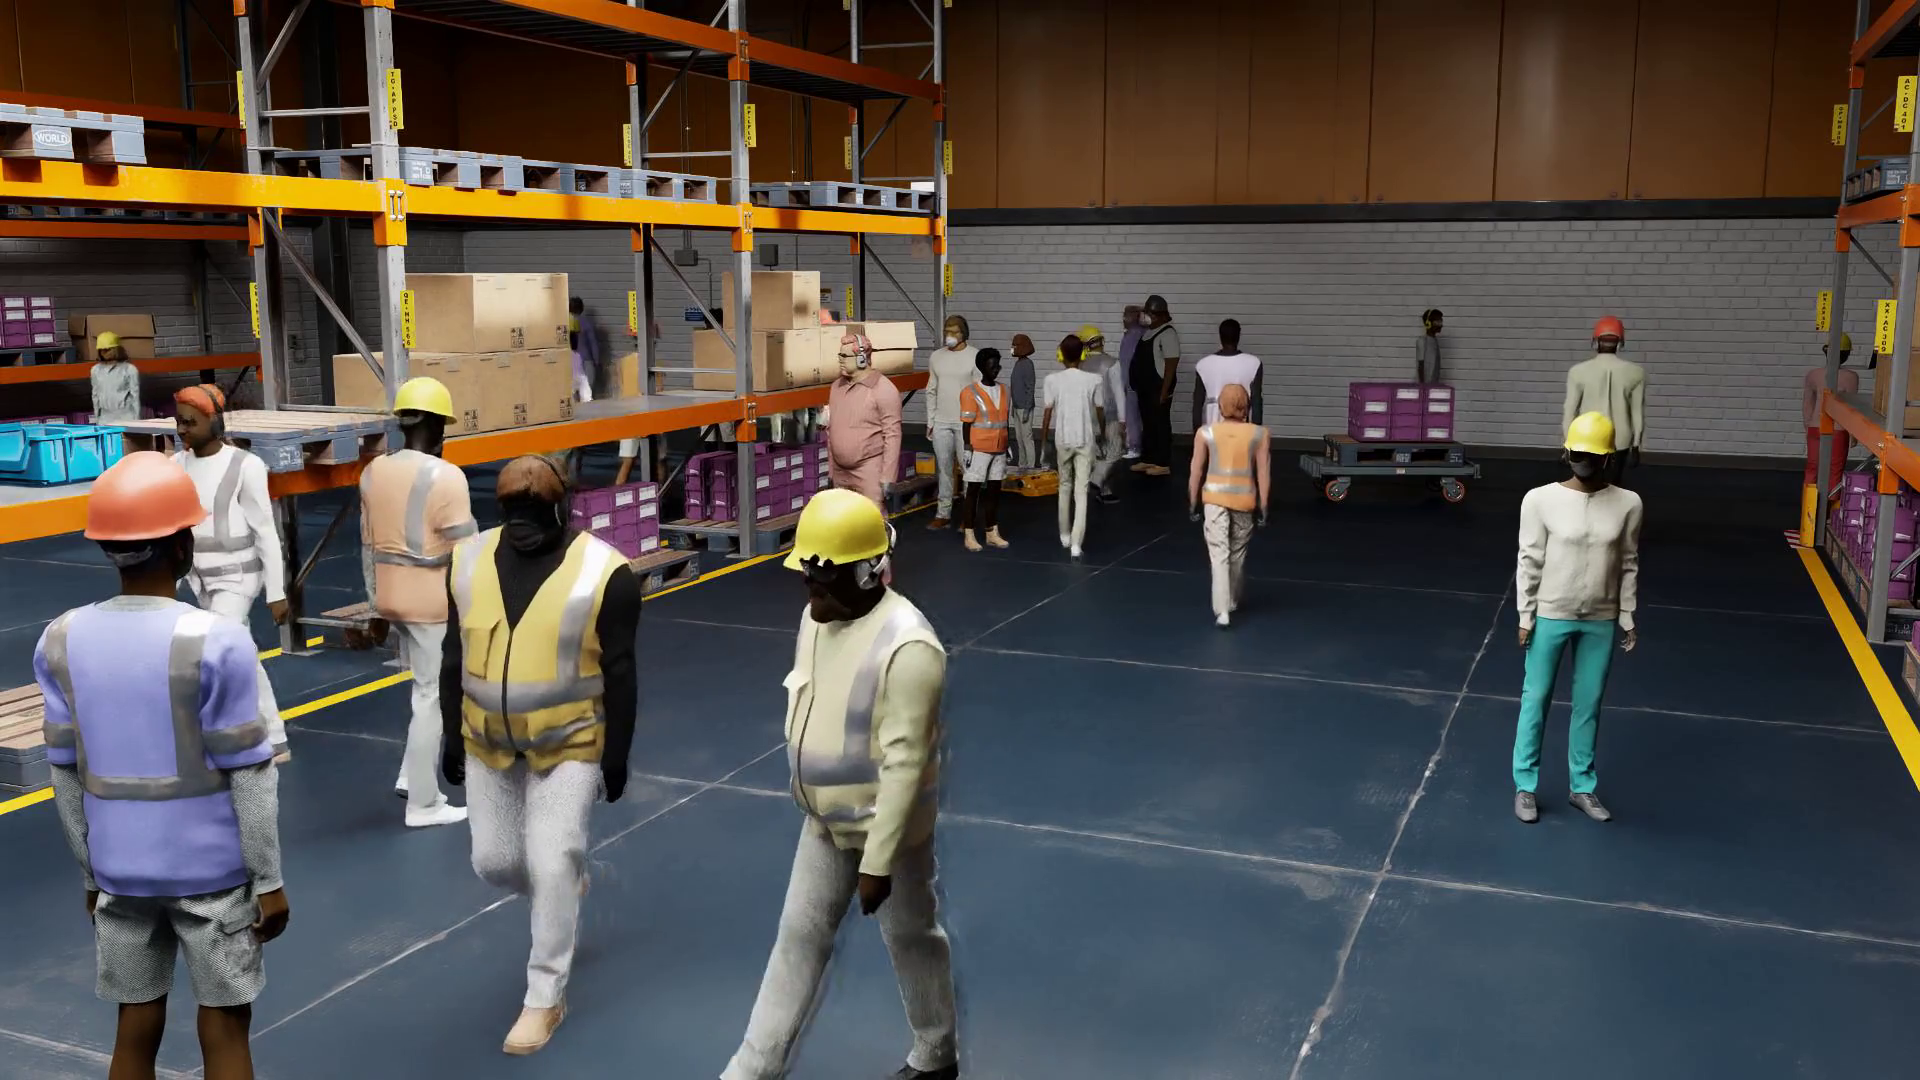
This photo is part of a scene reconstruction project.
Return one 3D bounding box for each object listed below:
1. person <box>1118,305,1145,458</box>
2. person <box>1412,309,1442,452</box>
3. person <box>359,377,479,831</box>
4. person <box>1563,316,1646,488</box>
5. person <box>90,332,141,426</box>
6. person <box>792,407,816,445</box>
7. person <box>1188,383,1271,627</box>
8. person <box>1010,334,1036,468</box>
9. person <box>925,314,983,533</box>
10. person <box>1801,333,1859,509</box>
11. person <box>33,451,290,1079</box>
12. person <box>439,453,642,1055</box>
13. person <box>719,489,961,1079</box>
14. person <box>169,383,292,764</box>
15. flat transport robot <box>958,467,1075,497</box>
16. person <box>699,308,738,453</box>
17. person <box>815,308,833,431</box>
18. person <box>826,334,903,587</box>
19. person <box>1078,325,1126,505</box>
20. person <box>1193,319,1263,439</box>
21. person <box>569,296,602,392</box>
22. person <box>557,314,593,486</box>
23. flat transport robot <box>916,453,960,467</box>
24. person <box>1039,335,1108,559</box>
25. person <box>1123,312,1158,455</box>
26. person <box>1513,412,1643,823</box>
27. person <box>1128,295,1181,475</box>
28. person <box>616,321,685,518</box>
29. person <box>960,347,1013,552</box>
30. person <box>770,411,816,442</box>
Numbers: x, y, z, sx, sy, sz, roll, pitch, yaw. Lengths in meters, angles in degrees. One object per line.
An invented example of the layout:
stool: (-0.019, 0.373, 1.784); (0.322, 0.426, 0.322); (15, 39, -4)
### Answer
person: (2.104, -1.940, 20.492); (0.433, 1.882, 0.637); (2, 10, 14)
person: (5.526, -1.785, 19.595); (0.332, 1.870, 0.519); (7, 12, 36)
person: (-2.242, 0.272, 7.019); (0.614, 1.900, 0.458); (8, 12, 41)
person: (5.094, -0.780, 13.159); (0.619, 1.977, 0.589); (2, 10, 13)
person: (-8.289, -1.181, 16.360); (0.487, 1.729, 0.388); (-1, 9, -5)
person: (-1.836, -1.776, 19.670); (0.578, 1.817, 0.527); (-1, 9, -4)
person: (1.782, -0.239, 11.038); (0.529, 1.595, 0.847); (1, 9, 4)
person: (0.667, -1.410, 18.013); (0.278, 1.634, 0.498); (-3, 10, -15)
person: (-0.036, -1.029, 14.784); (0.632, 1.940, 0.372); (5, 11, 30)
person: (7.891, -0.990, 15.070); (0.316, 1.769, 0.523); (-5, 11, -28)
person: (-1.857, 0.757, 3.950); (0.544, 1.943, 0.347); (1, 9, 8)
person: (-1.283, 0.617, 5.183); (0.647, 1.821, 0.631); (2, 10, 11)
person: (-0.346, 0.753, 4.440); (0.911, 1.783, 0.602); (-7, 12, -35)
person: (-3.425, 0.227, 7.478); (0.614, 1.831, 0.974); (5, 11, 28)
flat transport robot: (0.465, -0.642, 17.482); (1.431, 0.197, 0.652); (8, 12, 40)
person: (-2.364, -1.291, 16.312); (0.603, 1.959, 0.375); (4, 10, 23)
person: (-1.401, -1.610, 18.397); (0.649, 1.909, 0.560); (1, 9, 4)
person: (-0.696, -0.457, 11.430); (0.643, 1.905, 0.400); (9, 13, 42)
person: (1.389, -1.217, 16.381); (0.613, 1.785, 0.529); (9, 13, 44)
person: (2.389, -1.011, 14.817); (0.620, 1.885, 0.809); (2, 10, 14)
person: (-5.679, -2.661, 24.730); (0.648, 1.926, 0.737); (4, 10, 24)
person: (-3.726, -1.224, 16.083); (0.731, 1.899, 0.605); (-8, 13, -42)
flat transport robot: (-0.438, -0.831, 18.625); (0.652, 0.197, 1.431); (-7, 12, -36)
person: (0.934, -0.769, 13.628); (0.528, 1.809, 1.025); (2, 9, 9)
person: (2.298, -1.972, 20.515); (0.688, 1.930, 0.804); (8, 12, 39)
person: (2.621, 0.333, 7.066); (0.525, 1.765, 0.329); (0, 9, 0)
person: (2.182, -1.761, 18.913); (0.538, 2.000, 0.683); (-3, 10, -20)
person: (-2.918, -1.085, 15.300); (0.562, 1.894, 0.986); (4, 10, 23)
person: (0.227, -0.754, 13.853); (0.540, 1.695, 0.317); (-8, 12, -39)
person: (-1.991, -1.824, 20.098); (0.945, 1.834, 0.567); (-1, 9, -6)
